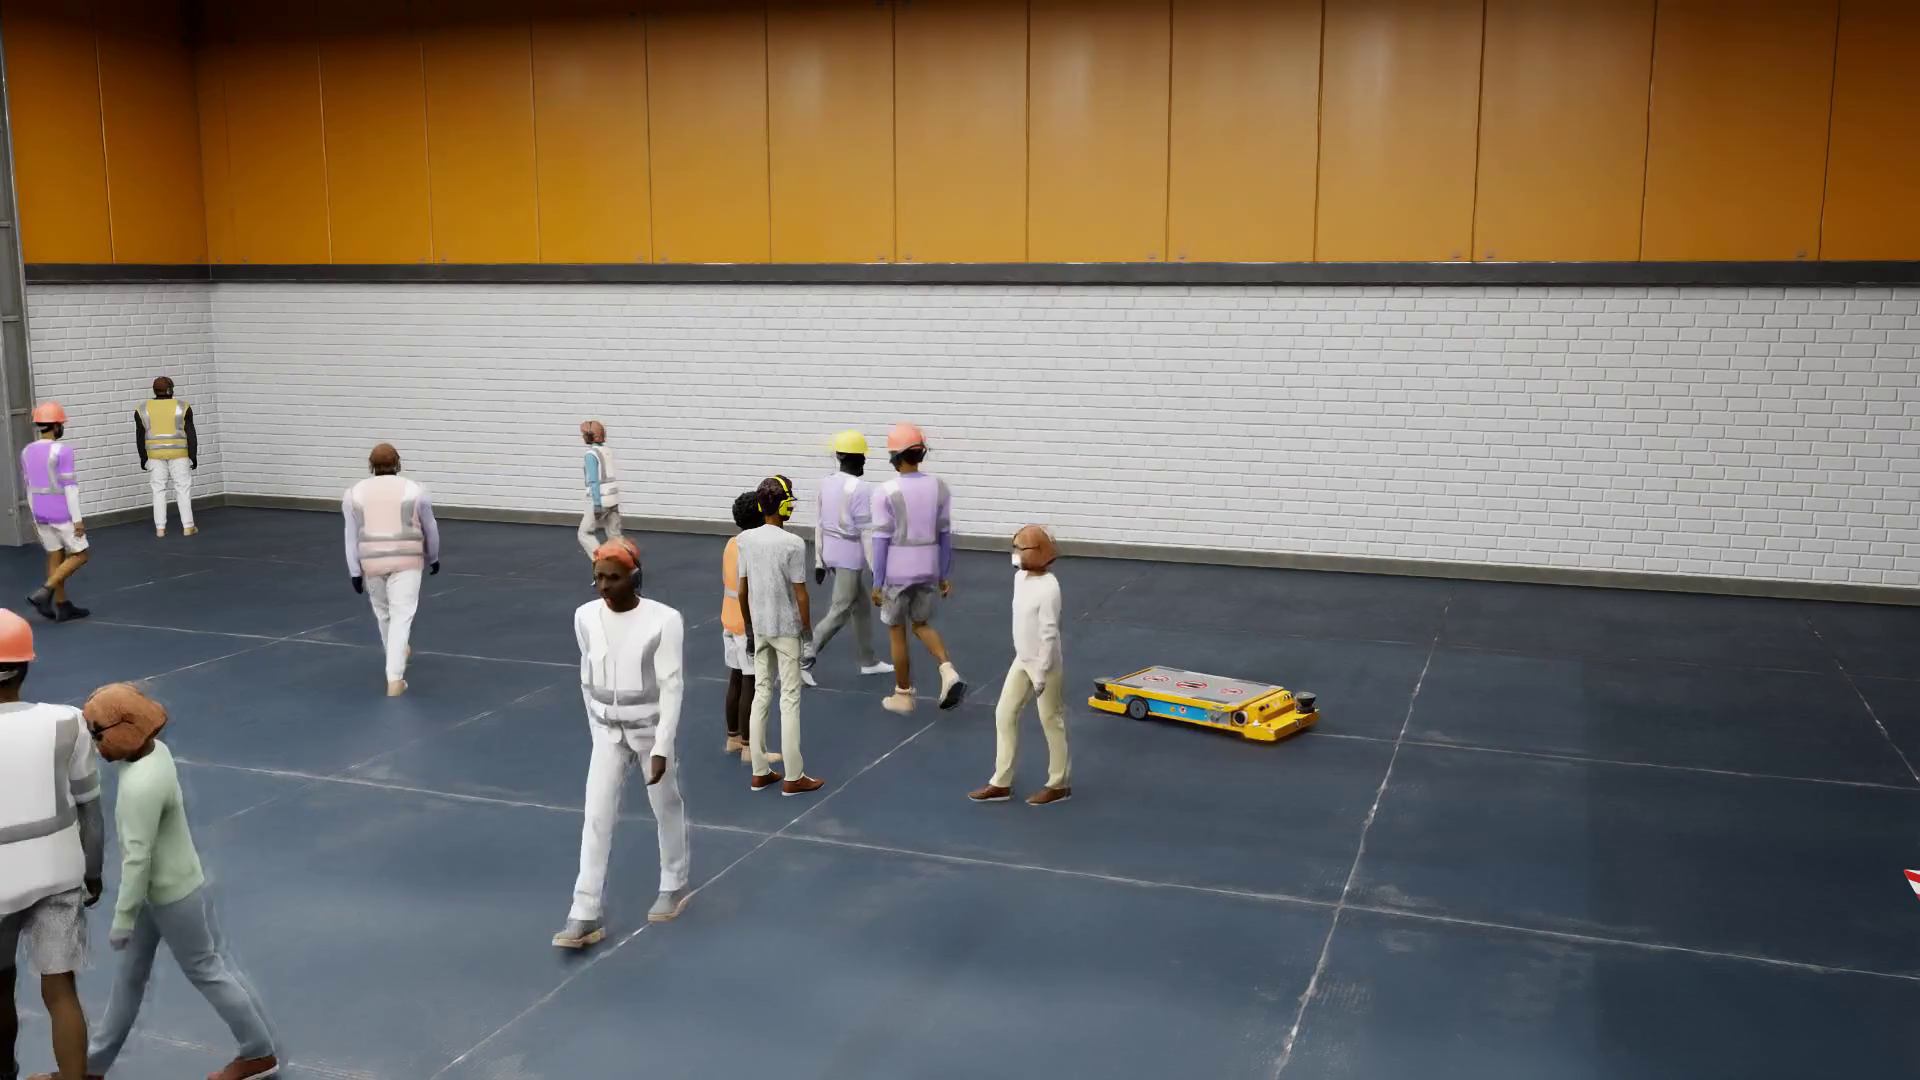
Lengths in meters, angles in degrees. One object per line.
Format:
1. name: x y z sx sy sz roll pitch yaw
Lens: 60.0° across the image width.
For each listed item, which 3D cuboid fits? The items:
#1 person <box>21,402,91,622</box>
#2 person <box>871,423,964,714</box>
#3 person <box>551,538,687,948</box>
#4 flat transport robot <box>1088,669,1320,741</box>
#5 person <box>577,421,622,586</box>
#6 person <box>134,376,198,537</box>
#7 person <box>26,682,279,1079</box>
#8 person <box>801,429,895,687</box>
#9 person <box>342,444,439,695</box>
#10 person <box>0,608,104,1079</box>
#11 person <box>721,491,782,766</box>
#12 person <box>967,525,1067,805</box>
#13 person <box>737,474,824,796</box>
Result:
1. person: -7.807 -0.220 14.296 0.571 1.925 0.545 4 10 22
2. person: -0.305 0.221 11.275 0.610 2.025 0.614 -7 11 -37
3. person: -1.518 0.916 7.523 0.578 1.839 0.936 3 10 16
4. flat transport robot: 1.646 1.087 11.296 1.431 0.197 0.652 7 12 37
5. person: -3.433 -0.344 16.052 0.455 1.606 0.524 2 9 10
6. person: -9.109 -0.959 19.140 0.634 1.839 0.429 -3 10 -17
7. person: -2.949 1.276 6.040 0.854 1.577 0.551 -4 10 -24
8. person: -0.888 0.130 12.257 0.936 1.891 0.583 -6 11 -31
9. person: -4.157 0.183 12.235 0.614 1.778 0.988 -1 9 -4
10. person: -3.254 1.186 5.774 0.551 1.906 0.950 -7 12 -37
11. person: -1.301 0.538 10.291 0.317 1.695 0.540 -4 10 -25
12. person: 0.325 0.724 9.368 0.669 1.608 0.523 -4 10 -25
13. person: -1.051 0.551 9.676 0.510 1.872 0.328 5 11 30
